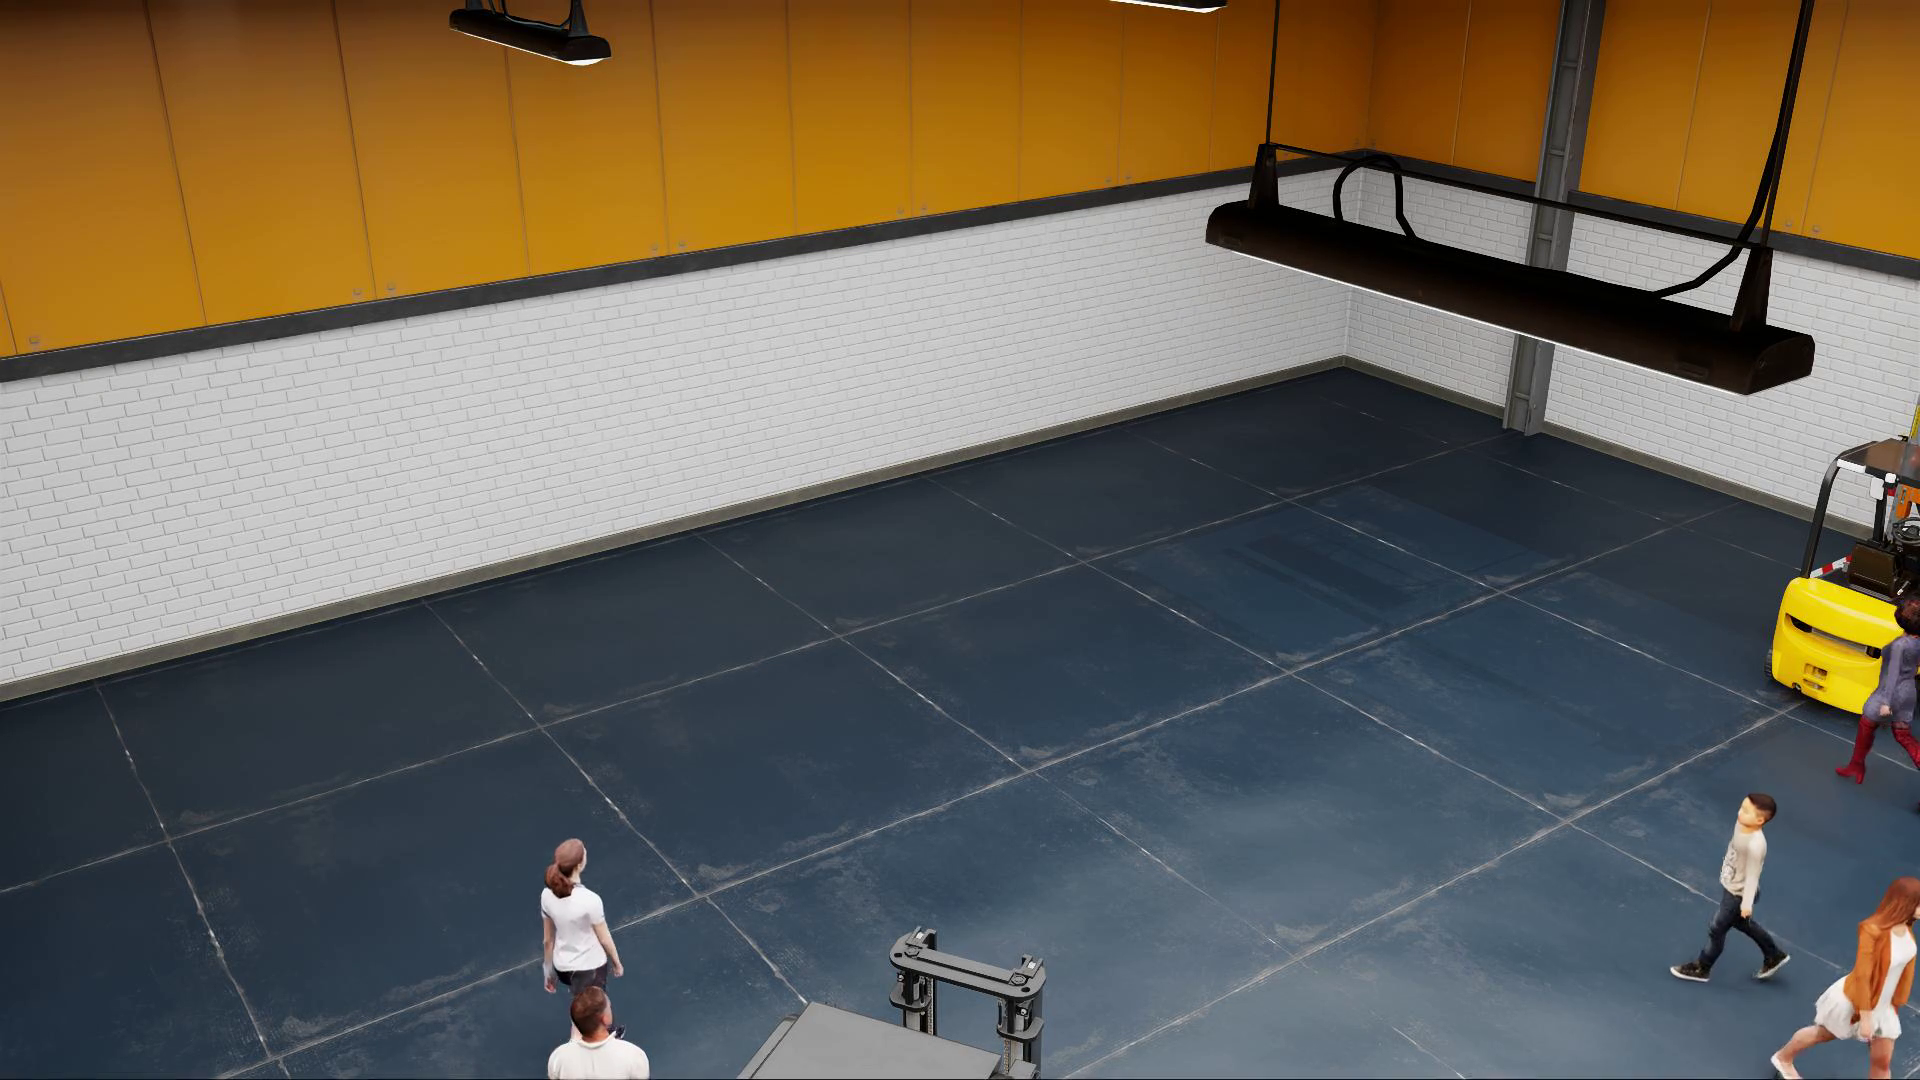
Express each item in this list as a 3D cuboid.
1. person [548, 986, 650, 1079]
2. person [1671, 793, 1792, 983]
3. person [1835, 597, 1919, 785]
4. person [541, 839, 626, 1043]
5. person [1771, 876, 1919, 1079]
[{"bbox_3d":[-1.836,3.113,8.584,0.749,1.851,0.767,0,24,1],"label":"person"},{"bbox_3d":[5.201,2.309,10.934,1.021,1.443,0.947,5,24,11],"label":"person"},{"bbox_3d":[7.384,1.280,12.987,0.667,1.684,1.089,-12,26,-25],"label":"person"},{"bbox_3d":[-2.306,2.629,9.871,1.176,1.707,1.086,9,25,19],"label":"person"},{"bbox_3d":[5.247,2.674,9.810,0.761,1.674,1.157,-10,26,-22],"label":"person"}]
